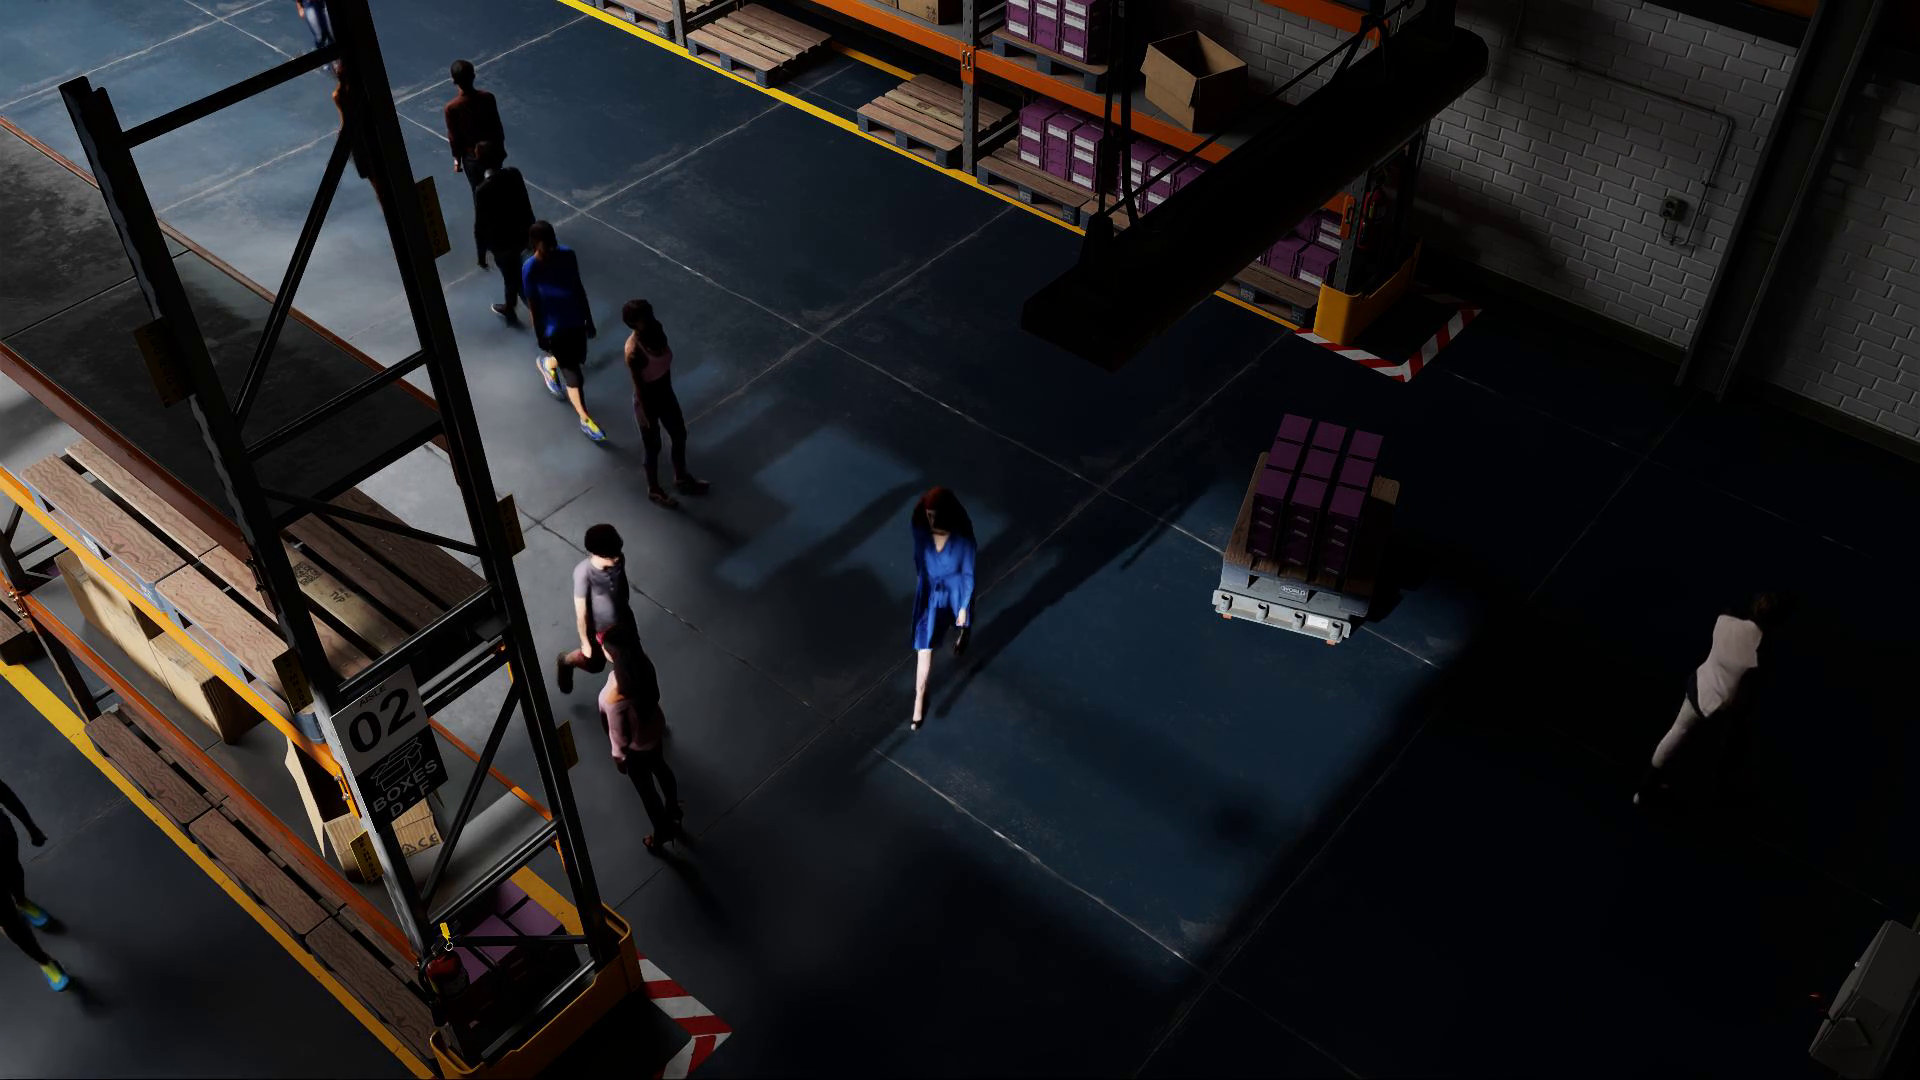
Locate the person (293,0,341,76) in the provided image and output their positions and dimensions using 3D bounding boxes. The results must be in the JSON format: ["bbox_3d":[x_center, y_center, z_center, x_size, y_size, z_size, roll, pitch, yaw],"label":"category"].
[{"bbox_3d":[-6.502,-5.423,16.761,0.695,1.607,0.709,-26,50,-25],"label":"person"}]

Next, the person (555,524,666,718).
[{"bbox_3d":[-2.302,0.507,10.524,0.631,1.624,1.052,-32,52,-29],"label":"person"}]

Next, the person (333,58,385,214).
[{"bbox_3d":[-5.146,-3.453,14.570,0.941,1.776,1.244,-18,46,-18],"label":"person"}]

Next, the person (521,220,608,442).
[{"bbox_3d":[-3.071,-1.674,12.656,1.167,1.841,0.635,33,52,29],"label":"person"}]

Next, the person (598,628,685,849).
[{"bbox_3d":[-1.845,1.160,9.703,0.653,1.811,0.679,14,45,14],"label":"person"}]

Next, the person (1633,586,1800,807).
[{"bbox_3d":[4.414,0.978,9.856,1.080,1.862,1.066,-11,45,-11],"label":"person"}]

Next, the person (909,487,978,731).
[{"bbox_3d":[-0.045,0.295,10.647,1.198,1.762,0.968,14,45,14],"label":"person"}]

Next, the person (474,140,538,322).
[{"bbox_3d":[-3.557,-2.335,13.397,1.261,1.777,0.794,24,49,23],"label":"person"}]

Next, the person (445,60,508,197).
[{"bbox_3d":[-4.155,-3.342,14.449,0.694,1.782,0.618,-26,49,-25],"label":"person"}]

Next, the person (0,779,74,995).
[{"bbox_3d":[-5.456,1.635,9.177,1.096,1.850,0.687,28,50,26],"label":"person"}]

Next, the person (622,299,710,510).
[{"bbox_3d":[-2.246,-0.993,11.997,0.734,1.764,0.691,14,45,14],"label":"person"}]
